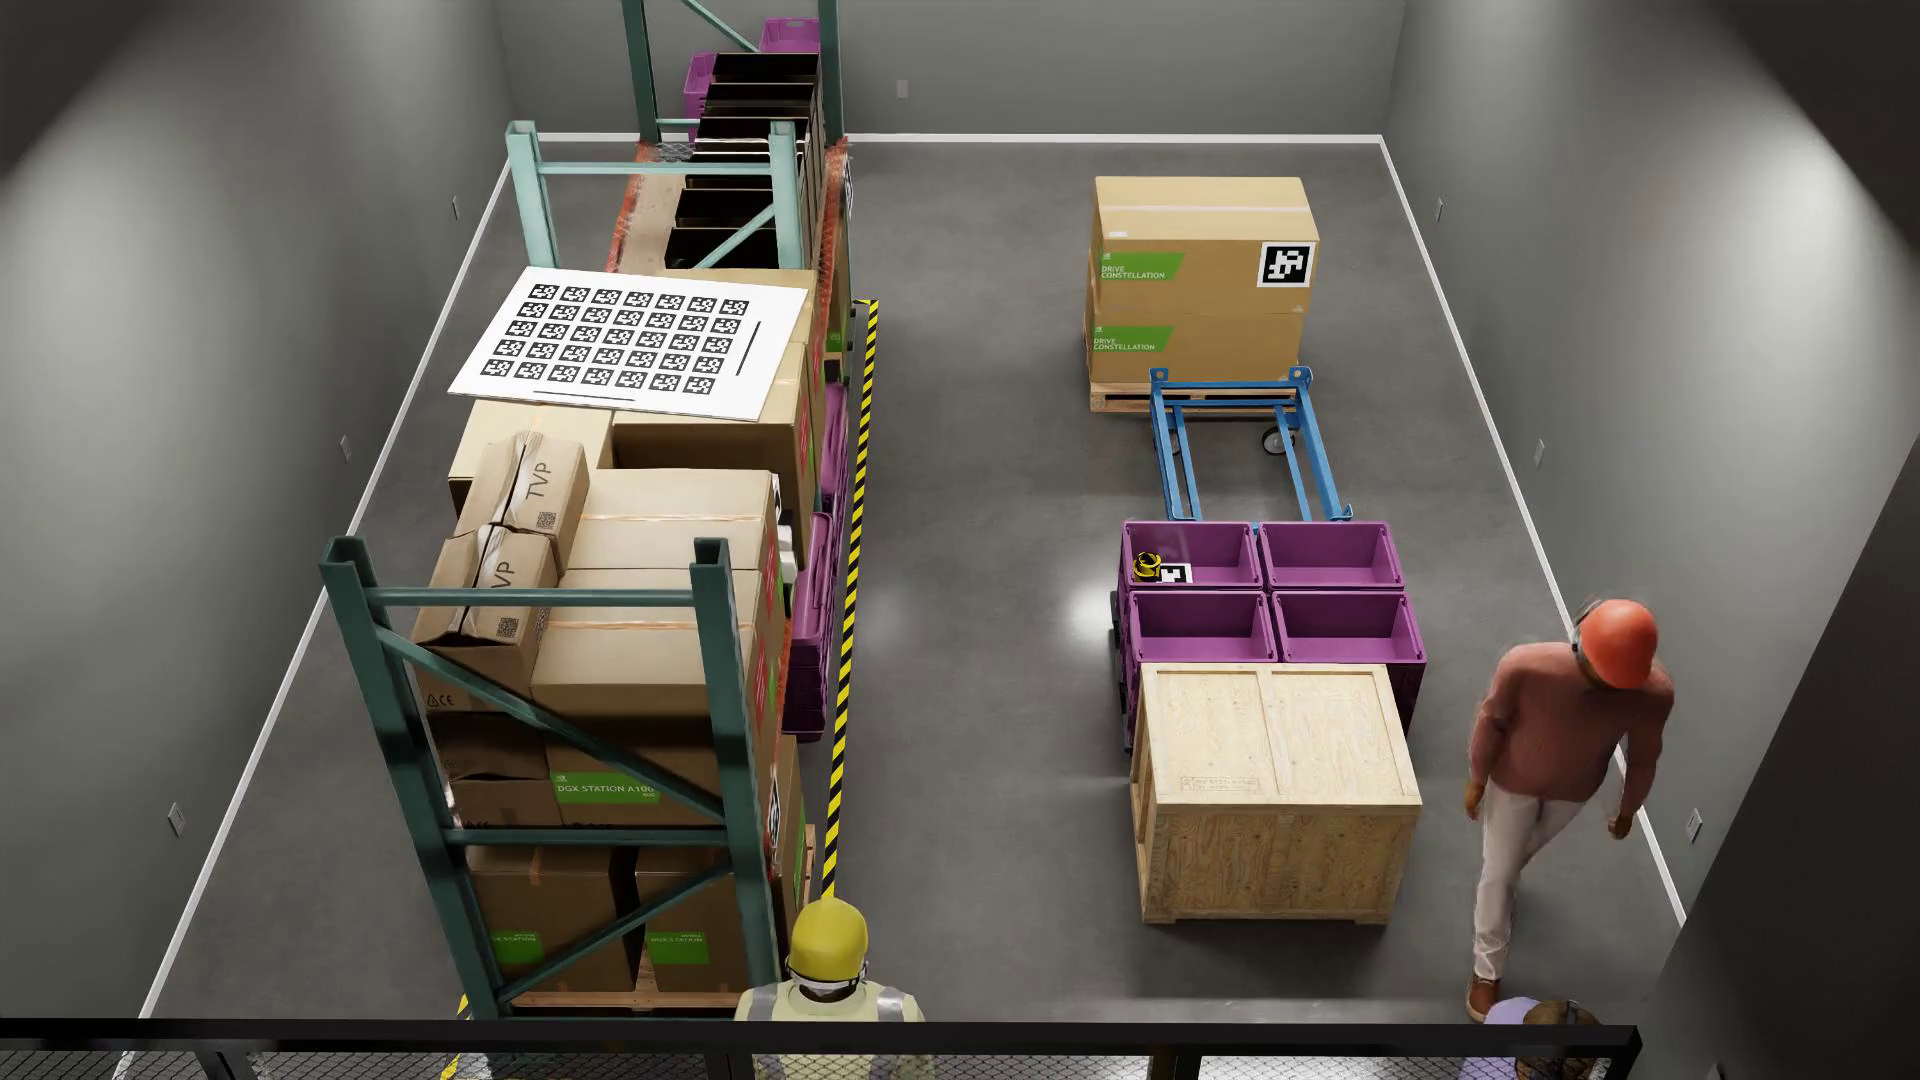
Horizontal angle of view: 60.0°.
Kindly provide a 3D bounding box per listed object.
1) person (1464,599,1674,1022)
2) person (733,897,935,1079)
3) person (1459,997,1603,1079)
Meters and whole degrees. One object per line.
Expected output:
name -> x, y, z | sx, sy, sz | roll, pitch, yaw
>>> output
person -> 2.157, 0.933, 6.044 | 0.650, 1.941, 0.906 | 6, 42, 7
person -> -0.376, 1.739, 5.209 | 0.597, 1.831, 0.403 | 1, 41, 1
person -> 1.540, 1.939, 4.903 | 0.353, 1.937, 0.635 | 11, 42, 12
